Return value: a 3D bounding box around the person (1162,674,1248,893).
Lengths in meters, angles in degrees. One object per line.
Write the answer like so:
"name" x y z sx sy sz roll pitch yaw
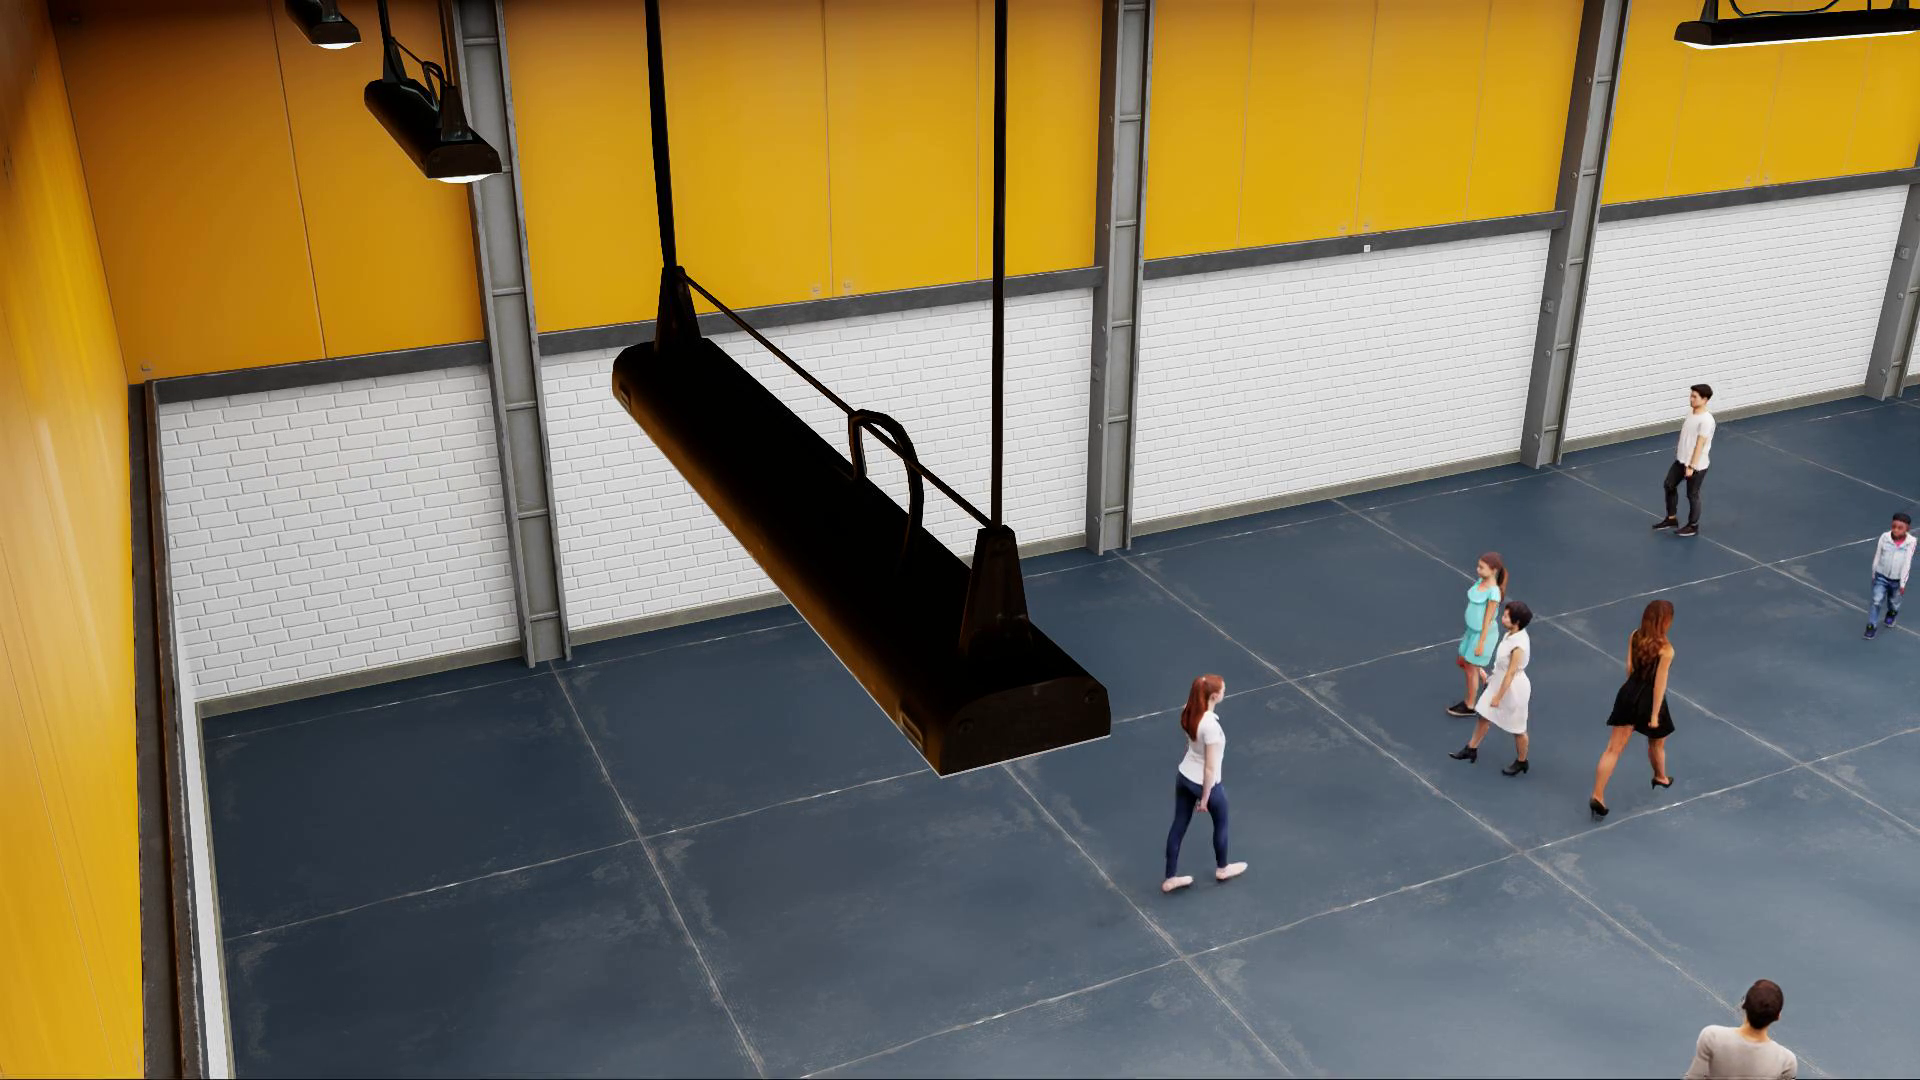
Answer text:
"person" 1.615 1.763 11.827 0.924 1.710 0.635 -15 28 -30

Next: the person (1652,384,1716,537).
"person" 7.922 -0.852 17.818 0.775 1.703 0.729 -4 24 -9

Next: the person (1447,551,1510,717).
"person" 4.514 0.811 14.205 0.815 1.549 0.699 -1 24 -2

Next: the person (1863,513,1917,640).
"person" 8.816 0.316 15.718 0.692 1.243 0.851 17 29 34

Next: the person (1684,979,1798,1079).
"person" 3.978 3.075 8.623 0.924 1.872 0.998 10 26 22

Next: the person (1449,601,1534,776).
"person" 4.484 1.214 13.310 0.932 1.528 0.807 3 24 7

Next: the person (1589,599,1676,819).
"person" 5.122 1.333 12.724 1.145 1.779 0.624 -12 26 -26
